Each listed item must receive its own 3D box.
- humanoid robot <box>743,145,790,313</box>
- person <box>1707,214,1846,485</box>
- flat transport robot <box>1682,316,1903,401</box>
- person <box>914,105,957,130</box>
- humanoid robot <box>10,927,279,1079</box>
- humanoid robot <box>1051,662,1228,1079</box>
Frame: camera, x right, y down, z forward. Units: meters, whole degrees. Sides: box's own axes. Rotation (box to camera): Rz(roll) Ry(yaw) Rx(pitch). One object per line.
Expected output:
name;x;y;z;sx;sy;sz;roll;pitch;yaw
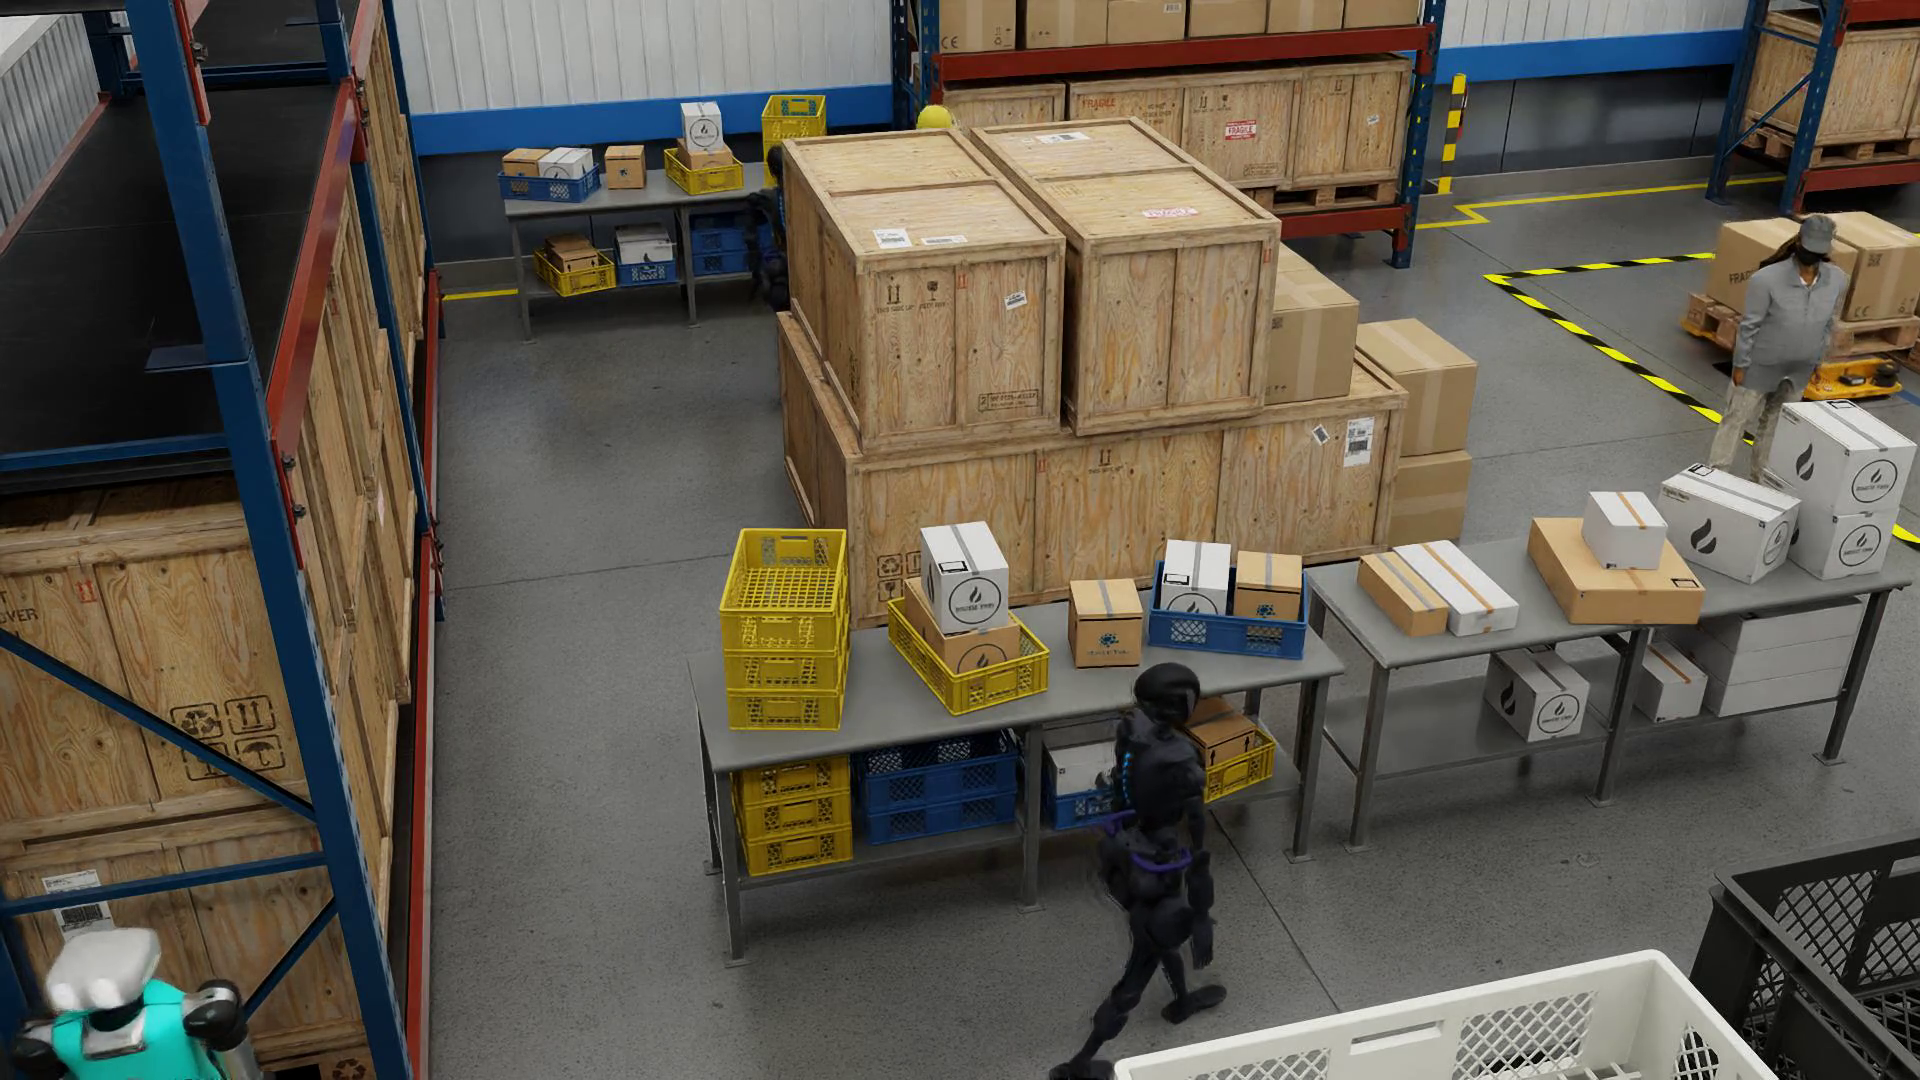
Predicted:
humanoid robot;-1.097;-1.726;10.803;0.599;1.644;0.485;-1;29;-2
person;4.596;-0.988;9.358;0.564;1.763;0.402;-4;29;-6
flat transport robot;5.749;-1.343;11.525;0.652;0.197;1.431;-7;30;-13
person;-0.240;-2.017;11.191;0.786;1.797;0.613;-12;31;-21
humanoid robot;-2.088;1.627;4.659;0.561;1.789;0.815;-6;29;-11
humanoid robot;0.655;1.128;5.659;0.793;1.629;0.601;-13;31;-22
